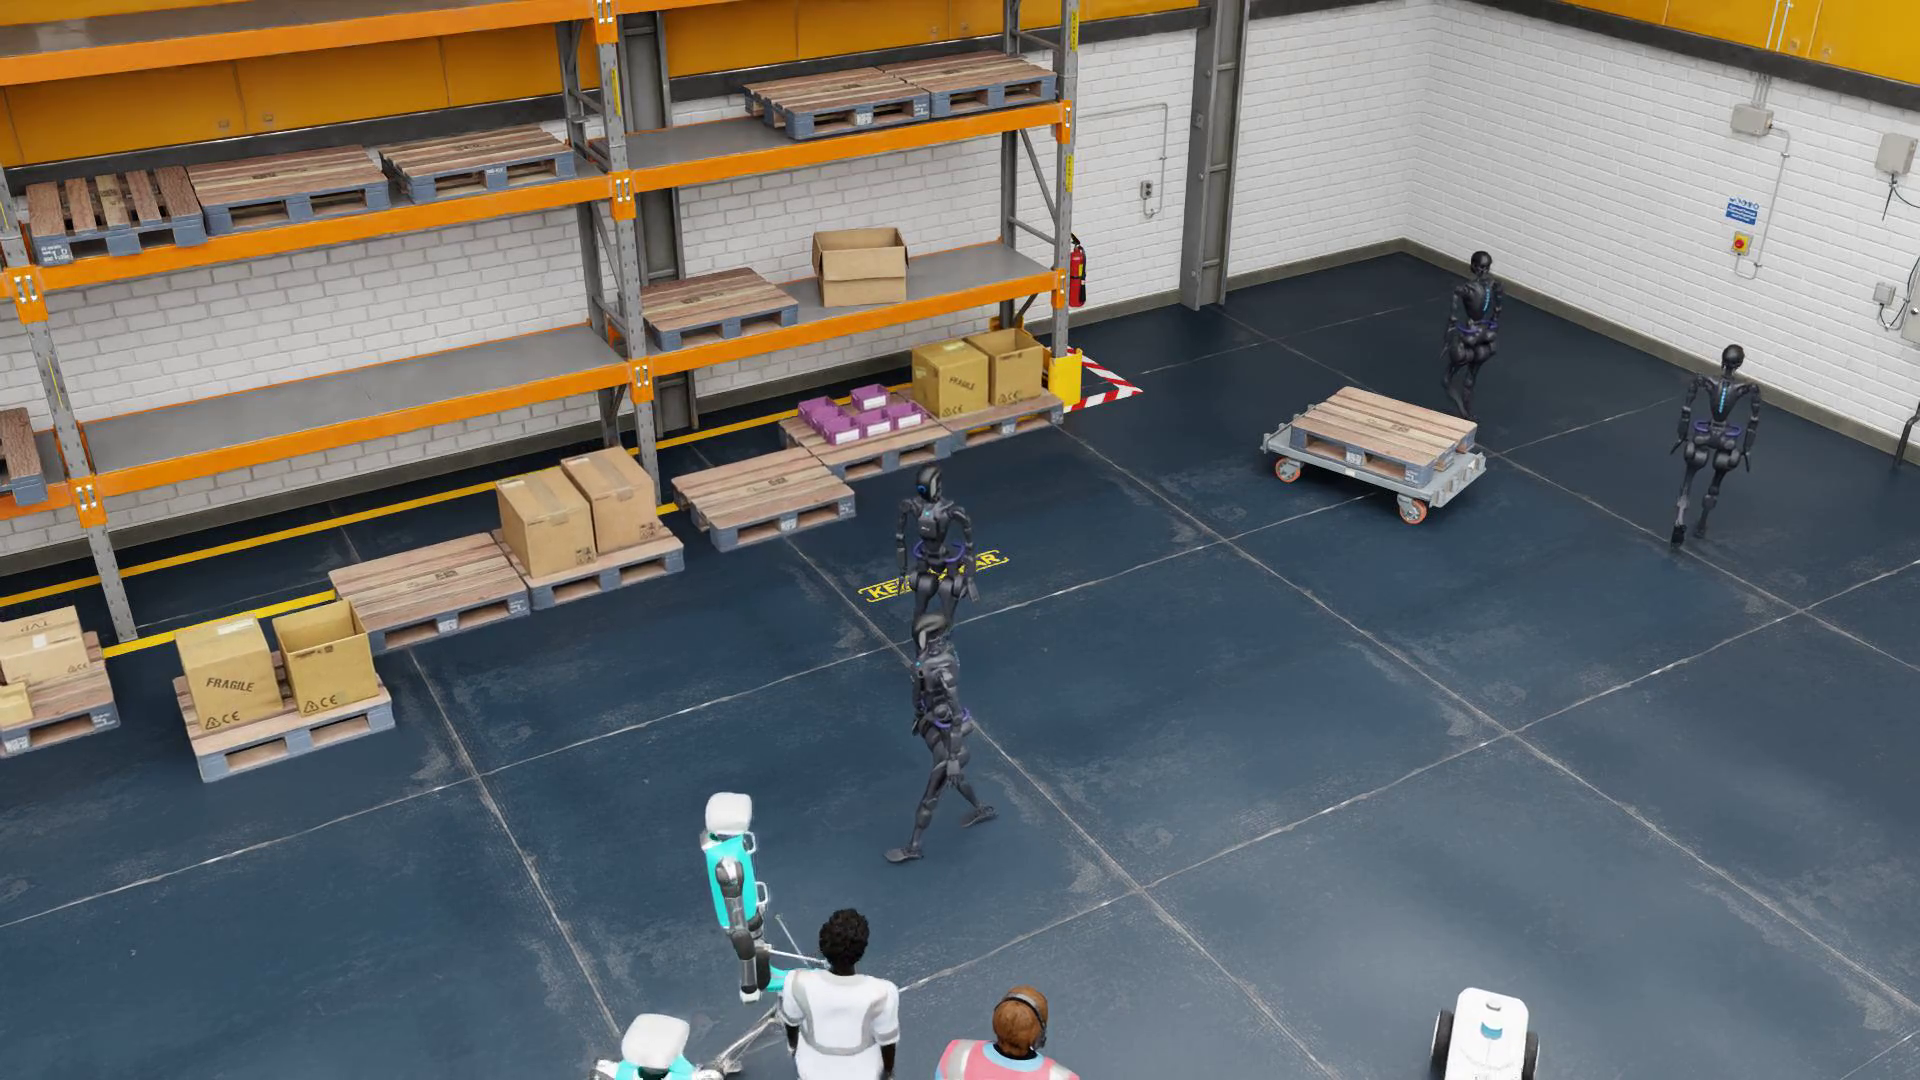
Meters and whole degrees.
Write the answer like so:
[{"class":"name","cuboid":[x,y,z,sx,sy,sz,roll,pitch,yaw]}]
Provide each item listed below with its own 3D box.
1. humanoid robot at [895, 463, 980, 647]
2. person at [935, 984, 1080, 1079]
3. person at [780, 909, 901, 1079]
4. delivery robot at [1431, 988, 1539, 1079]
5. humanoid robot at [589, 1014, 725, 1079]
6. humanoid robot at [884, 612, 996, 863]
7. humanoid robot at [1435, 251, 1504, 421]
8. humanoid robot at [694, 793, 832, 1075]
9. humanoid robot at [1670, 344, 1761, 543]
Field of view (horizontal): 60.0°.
[{"class":"humanoid robot","cuboid":[-0.117,0.194,11.216,0.608,1.642,0.532,10,31,18]},{"class":"person","cuboid":[0.215,2.564,6.853,0.629,1.836,0.431,10,31,17]},{"class":"person","cuboid":[-0.529,2.351,7.398,0.537,1.661,0.833,0,29,1]},{"class":"delivery robot","cuboid":[2.569,2.559,8.145,0.499,0.586,0.773,10,31,18]},{"class":"humanoid robot","cuboid":[-1.150,2.531,7.032,0.537,1.796,0.792,3,30,6]},{"class":"humanoid robot","cuboid":[-0.120,1.104,9.636,0.785,1.620,0.614,-13,32,-21]},{"class":"humanoid robot","cuboid":[4.519,-1.743,14.625,0.584,1.640,0.395,-12,31,-20]},{"class":"humanoid robot","cuboid":[-0.813,1.957,8.066,1.021,1.770,0.534,-6,30,-11]},{"class":"humanoid robot","cuboid":[5.820,-0.725,12.835,0.590,1.636,0.550,14,32,23]}]
